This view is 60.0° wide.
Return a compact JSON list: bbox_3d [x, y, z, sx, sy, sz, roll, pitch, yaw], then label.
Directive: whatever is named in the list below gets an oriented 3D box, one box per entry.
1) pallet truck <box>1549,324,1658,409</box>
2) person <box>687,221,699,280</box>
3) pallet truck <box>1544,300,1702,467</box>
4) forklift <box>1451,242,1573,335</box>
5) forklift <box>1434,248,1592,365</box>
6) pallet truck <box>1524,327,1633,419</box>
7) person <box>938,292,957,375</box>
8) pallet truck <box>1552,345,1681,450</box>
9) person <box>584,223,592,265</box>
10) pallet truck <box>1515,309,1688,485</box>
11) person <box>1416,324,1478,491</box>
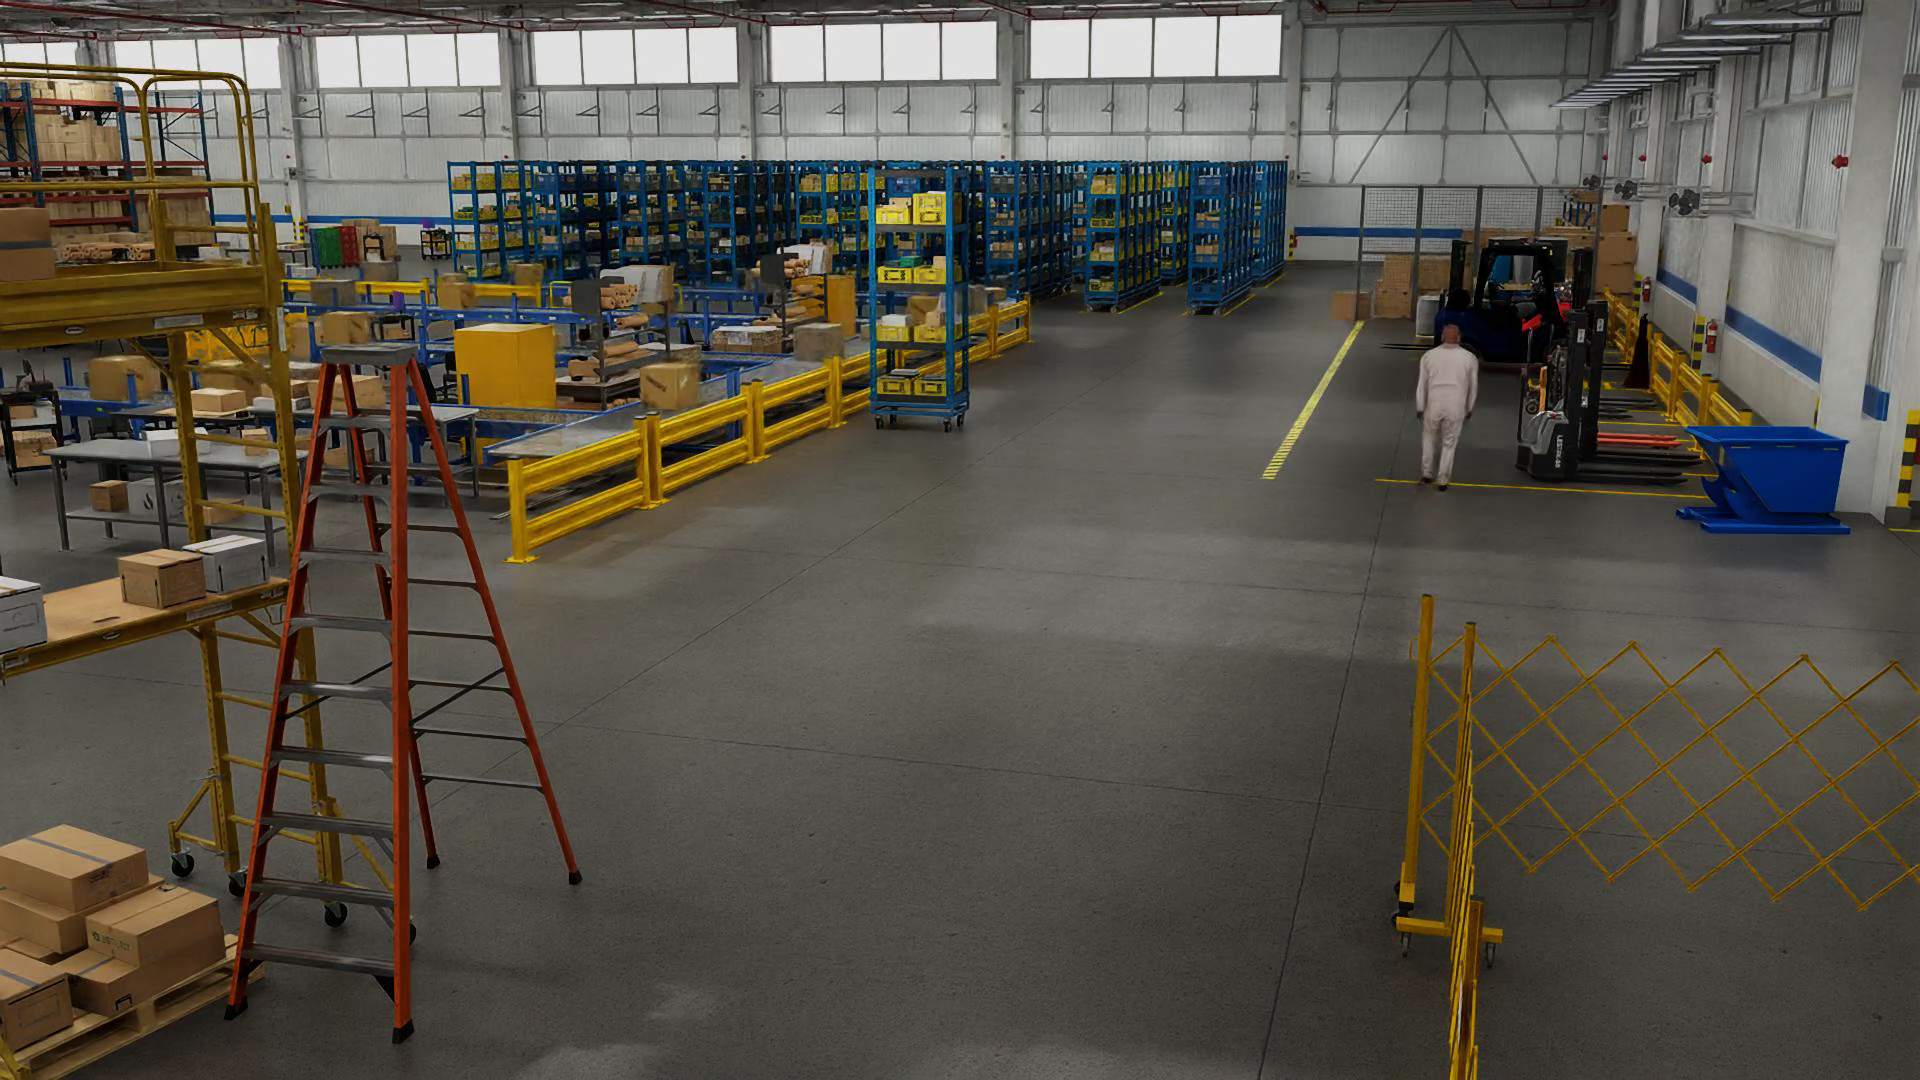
[{"bbox_3d":[9.824,-2.669,25.407,1.601,1.201,0.680,4,14,16],"label":"pallet truck"},{"bbox_3d":[-8.159,-8.866,50.879,0.403,1.823,0.588,-5,14,-20],"label":"person"},{"bbox_3d":[8.263,-1.952,20.631,1.885,1.965,0.823,5,14,20],"label":"pallet truck"},{"bbox_3d":[10.464,-4.597,31.405,2.680,1.987,1.157,4,14,16],"label":"forklift"},{"bbox_3d":[9.780,-4.111,29.280,2.680,1.987,1.157,3,13,14],"label":"forklift"},{"bbox_3d":[9.065,-2.460,24.370,1.522,1.261,0.704,3,13,14],"label":"pallet truck"},{"bbox_3d":[-0.233,-3.537,27.372,0.372,2.045,0.614,0,13,-2],"label":"person"},{"bbox_3d":[8.641,-1.896,21.908,1.630,1.274,0.653,4,14,16],"label":"pallet truck"},{"bbox_3d":[-11.388,-8.843,50.530,0.508,1.933,0.629,-4,14,-19],"label":"person"},{"bbox_3d":[7.554,-1.677,19.446,1.885,1.965,0.823,3,13,14],"label":"pallet truck"},{"bbox_3d":[5.589,-1.536,19.102,0.659,1.870,0.851,5,14,19],"label":"person"}]
